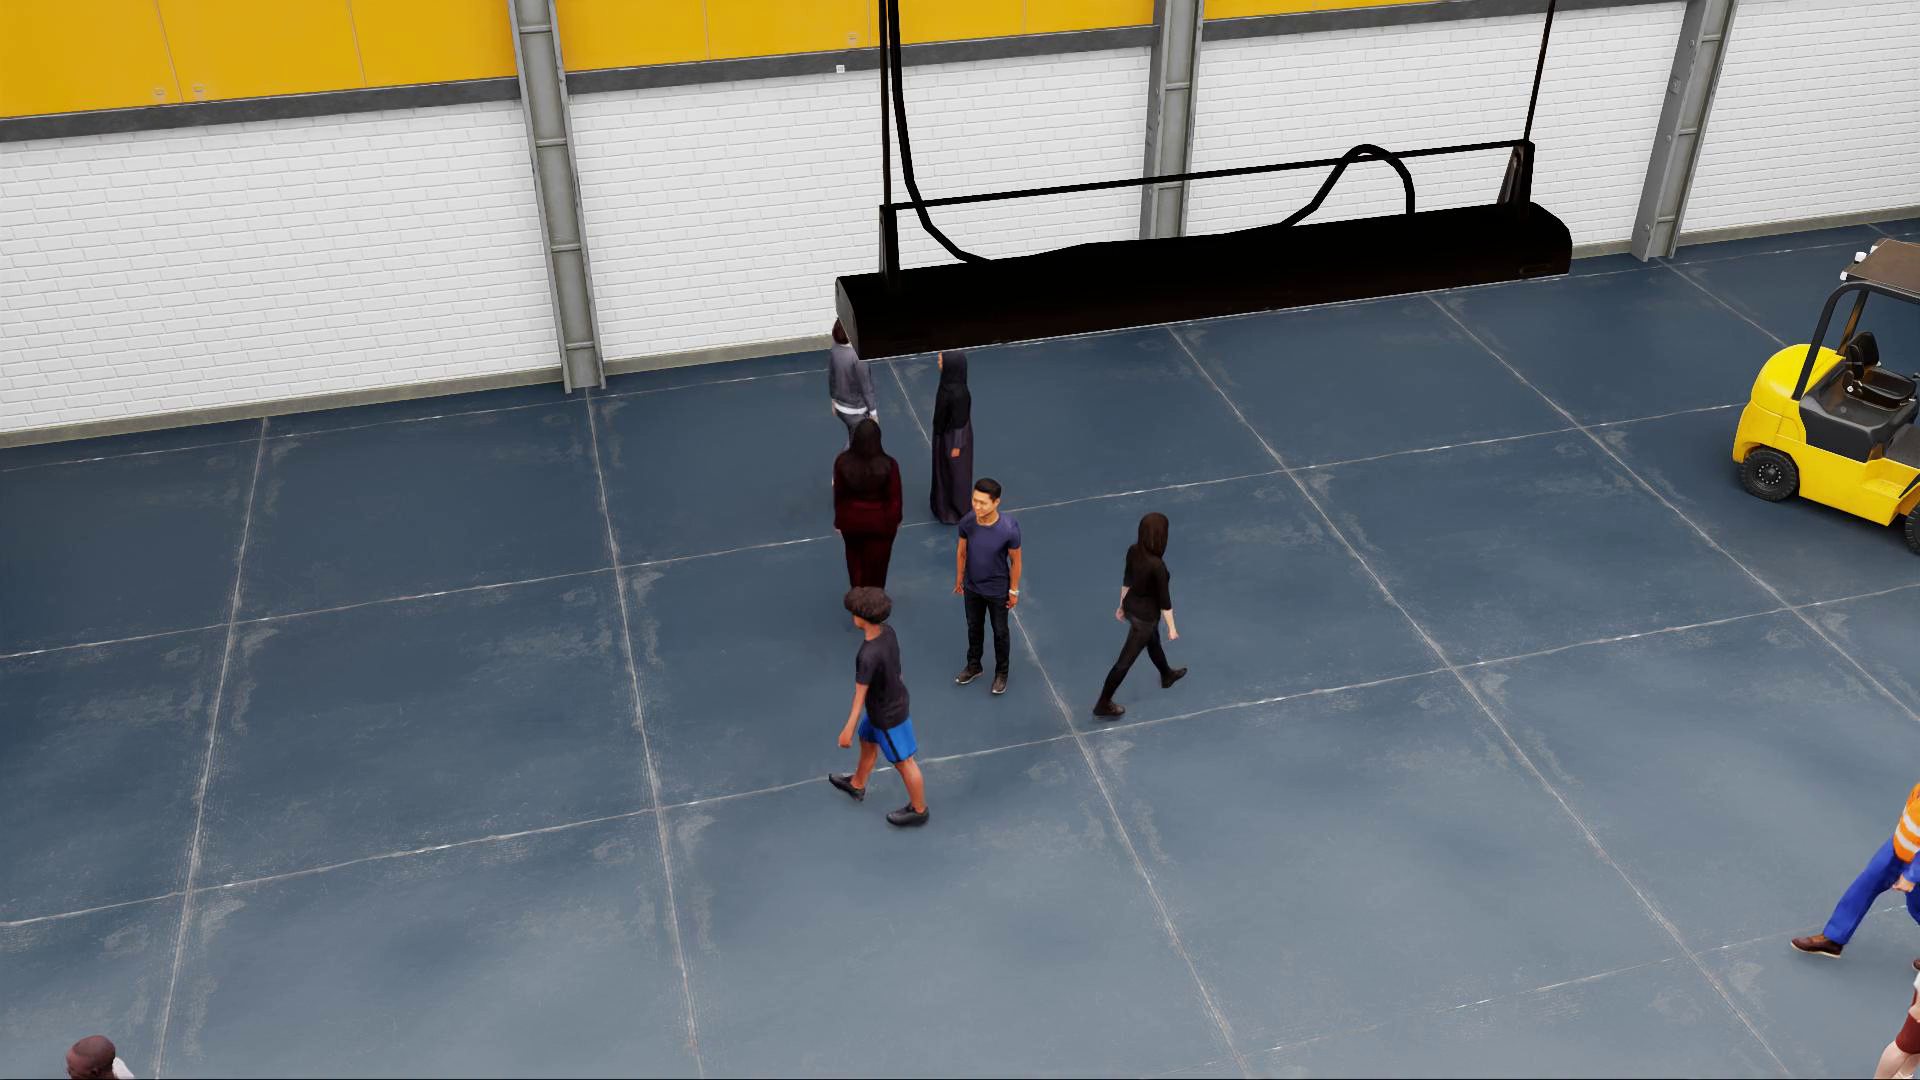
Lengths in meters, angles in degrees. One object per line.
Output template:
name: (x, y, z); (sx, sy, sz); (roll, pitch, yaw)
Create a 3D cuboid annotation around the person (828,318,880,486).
person: (-0.977, -1.082, 14.123); (0.767, 1.757, 0.730); (-24, 41, -32)

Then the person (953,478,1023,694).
person: (0.208, 0.314, 11.992); (0.688, 1.791, 0.773); (15, 36, 21)

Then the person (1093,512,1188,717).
person: (1.218, 0.580, 11.775); (1.157, 1.588, 0.800); (-16, 37, -22)

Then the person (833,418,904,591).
person: (-0.722, -0.083, 12.634); (0.865, 1.741, 0.902); (5, 34, 7)

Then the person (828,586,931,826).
person: (-0.400, 1.119, 10.822); (1.127, 1.745, 0.996); (2, 34, 3)

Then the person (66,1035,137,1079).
person: (-3.945, 2.993, 7.979); (0.586, 1.772, 0.647); (-14, 36, -20)

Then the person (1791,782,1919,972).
person: (5.660, 1.853, 9.647); (1.282, 1.825, 0.920); (1, 34, 1)

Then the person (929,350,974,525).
person: (-0.049, -0.901, 13.979); (0.591, 1.615, 0.612); (-7, 34, -10)
